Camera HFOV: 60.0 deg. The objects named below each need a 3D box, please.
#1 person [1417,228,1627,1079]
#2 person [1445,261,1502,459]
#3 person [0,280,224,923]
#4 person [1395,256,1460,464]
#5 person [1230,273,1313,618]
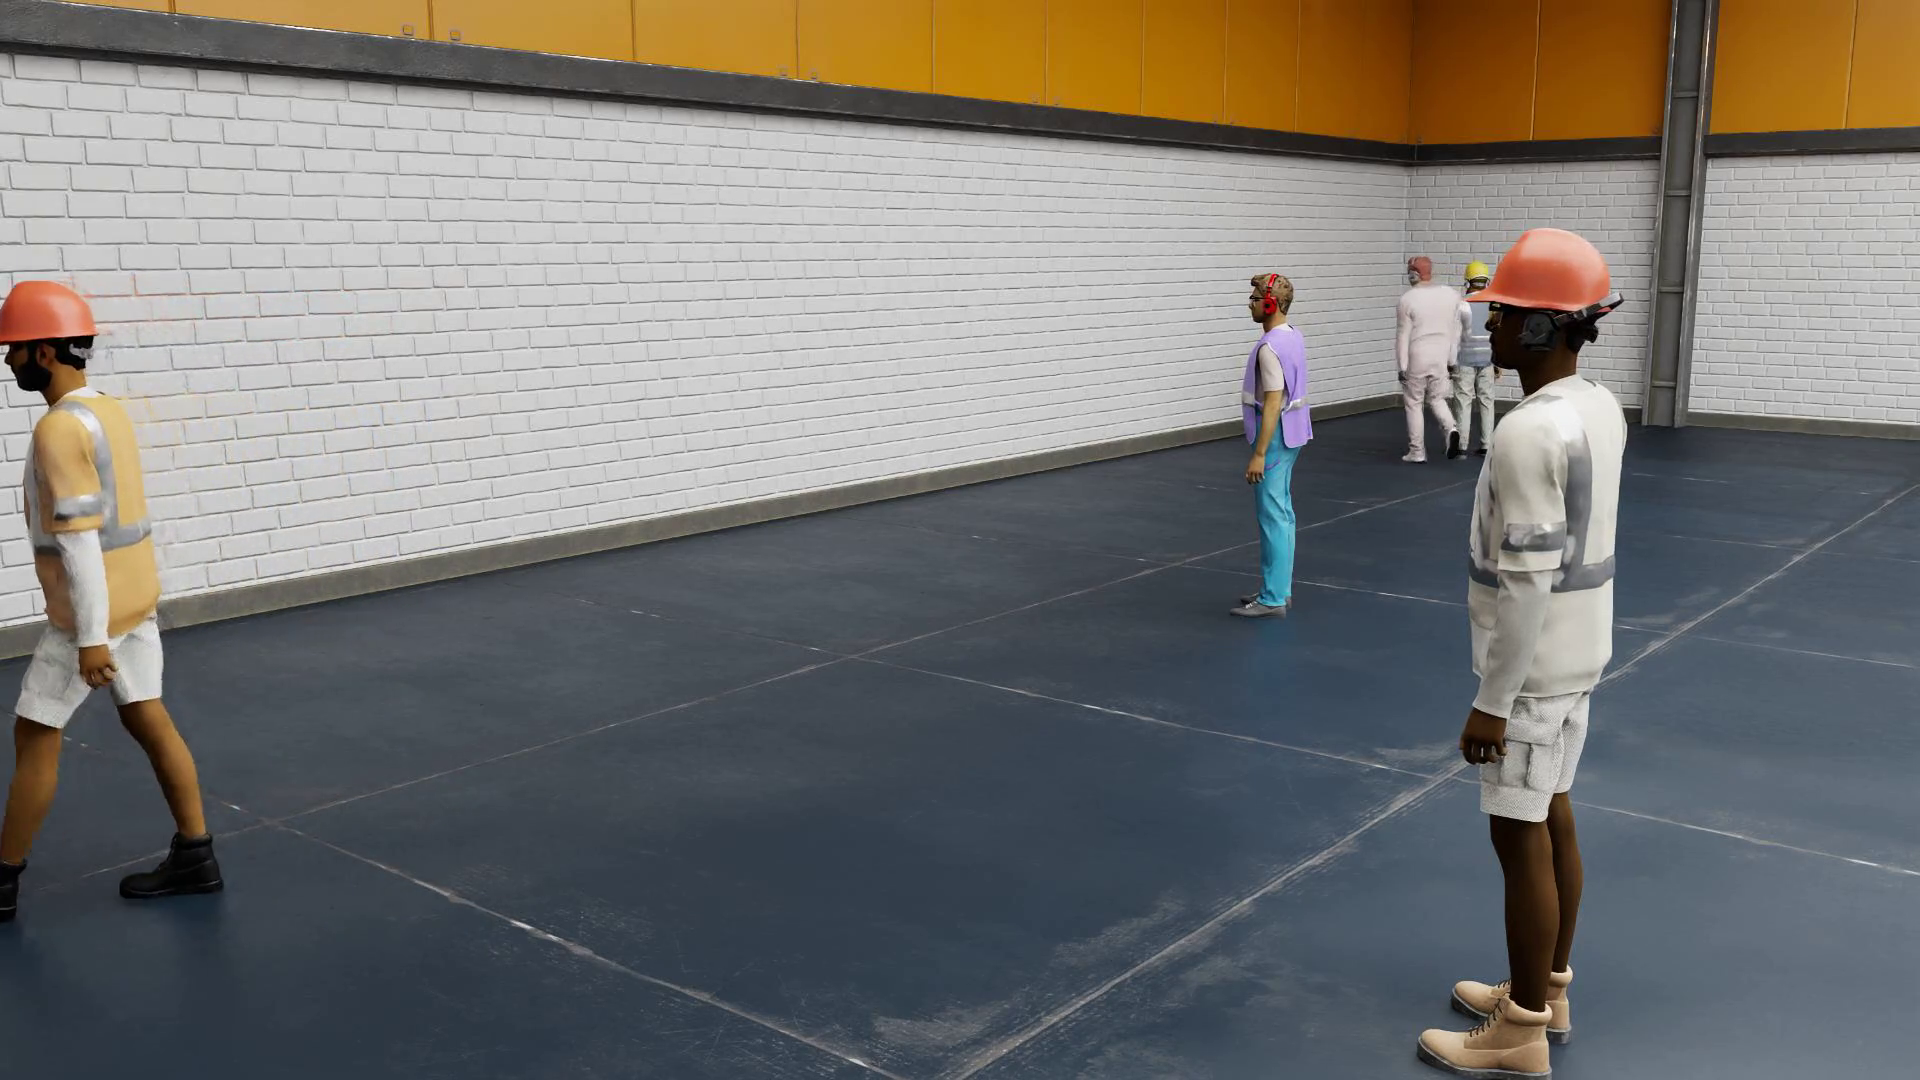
[{"bbox_3d":[1.362,0.290,4.008,0.370,2.048,0.607,7,12,33],"label":"person"},{"bbox_3d":[4.756,-1.662,15.417,0.600,1.829,0.404,-2,10,-12],"label":"person"},{"bbox_3d":[-2.714,0.194,4.948,0.904,1.895,0.562,-1,10,-8],"label":"person"},{"bbox_3d":[4.202,-1.598,14.924,0.667,1.881,0.584,-3,11,-15],"label":"person"},{"bbox_3d":[1.685,-0.498,8.927,0.390,1.847,0.563,4,11,21],"label":"person"}]
